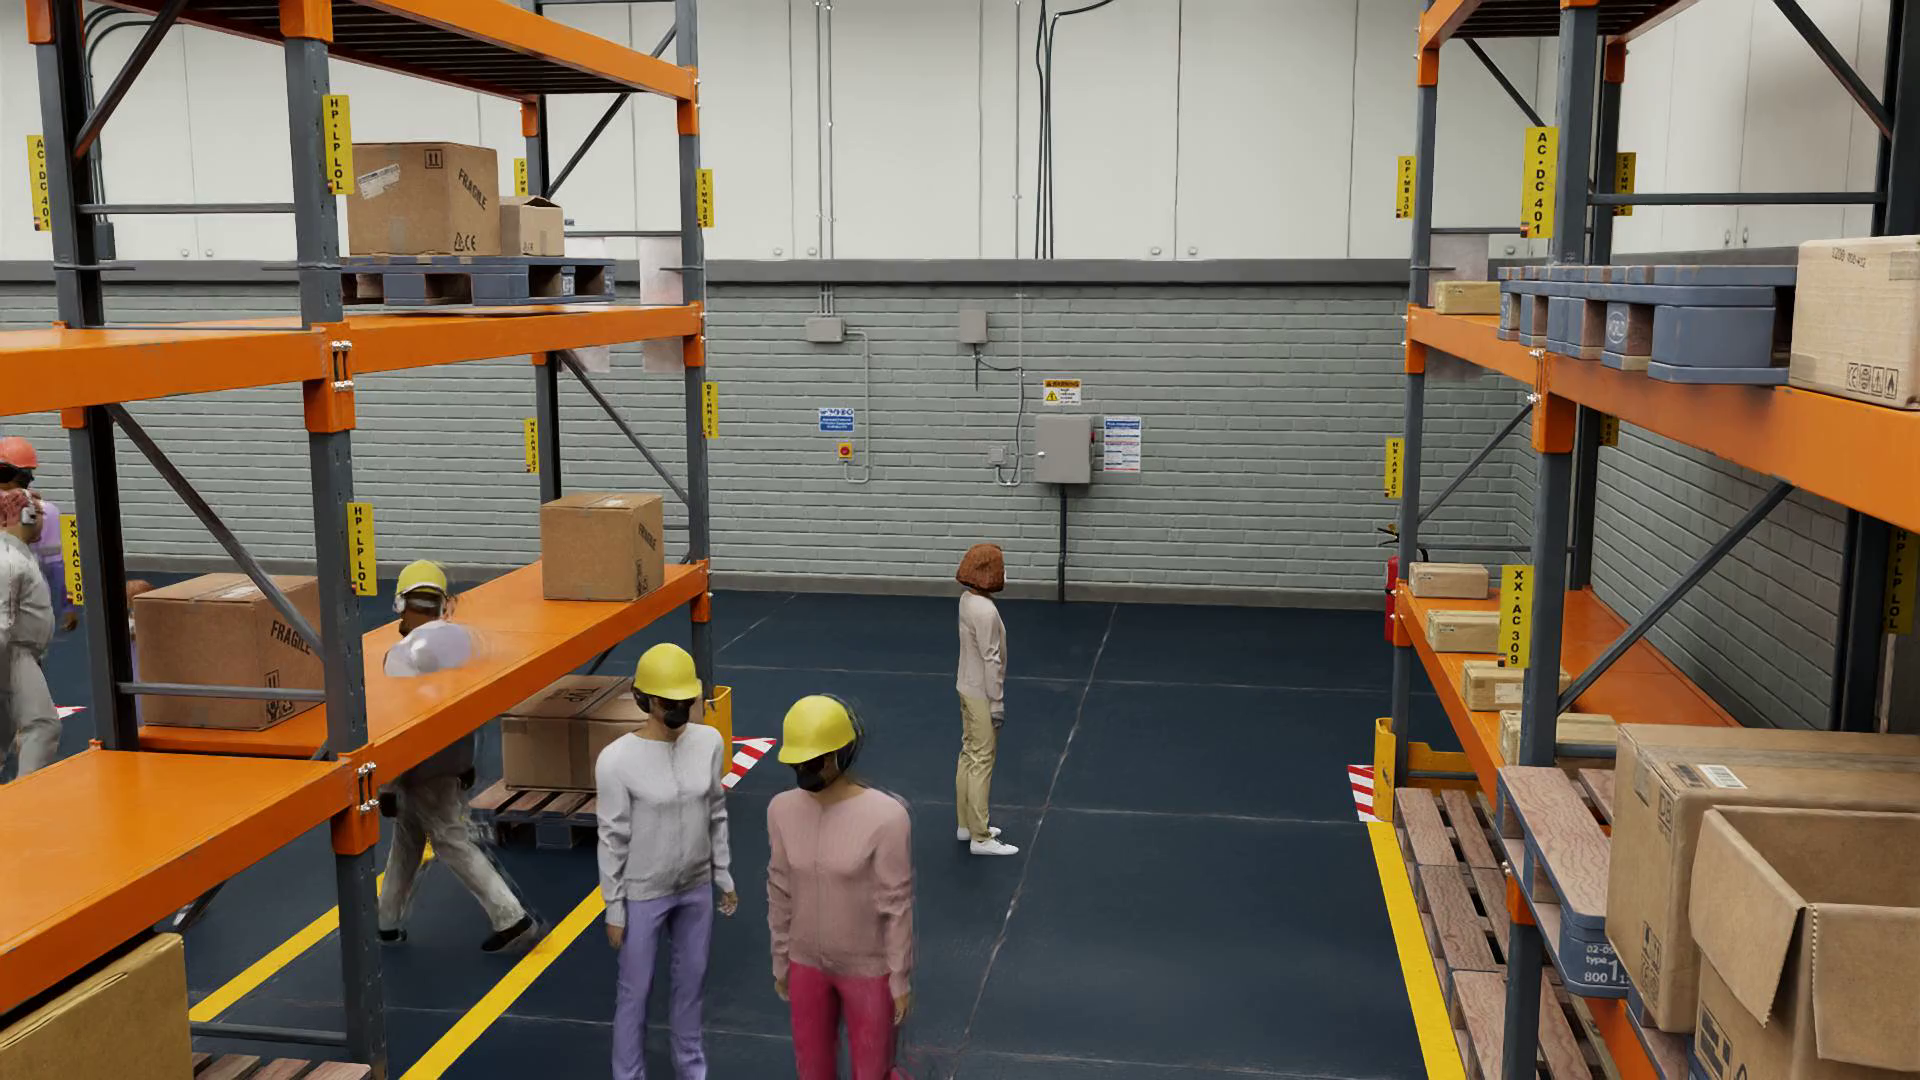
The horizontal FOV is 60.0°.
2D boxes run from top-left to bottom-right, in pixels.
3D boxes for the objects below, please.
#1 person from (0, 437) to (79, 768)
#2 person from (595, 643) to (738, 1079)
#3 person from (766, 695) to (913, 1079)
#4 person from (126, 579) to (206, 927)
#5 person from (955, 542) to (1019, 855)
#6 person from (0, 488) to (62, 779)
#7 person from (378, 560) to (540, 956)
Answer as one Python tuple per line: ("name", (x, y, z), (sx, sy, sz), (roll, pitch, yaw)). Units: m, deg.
("person", (-5.770, 0.373, 10.265), (0.622, 2.019, 0.620), (0, 9, 3))
("person", (-1.017, 1.220, 5.820), (0.533, 1.766, 0.328), (-9, 13, -43))
("person", (-0.349, 1.318, 5.266), (0.536, 1.742, 0.530), (4, 10, 24))
("person", (-3.740, 0.981, 7.708), (0.506, 1.631, 0.276), (2, 9, 11))
("person", (0.125, 0.820, 8.689), (0.286, 1.633, 0.500), (-2, 10, -15))
("person", (-5.112, 0.665, 8.928), (0.656, 1.867, 0.663), (-7, 12, -37))
("person", (-2.309, 0.976, 7.357), (0.929, 1.766, 0.617), (1, 9, 9))
